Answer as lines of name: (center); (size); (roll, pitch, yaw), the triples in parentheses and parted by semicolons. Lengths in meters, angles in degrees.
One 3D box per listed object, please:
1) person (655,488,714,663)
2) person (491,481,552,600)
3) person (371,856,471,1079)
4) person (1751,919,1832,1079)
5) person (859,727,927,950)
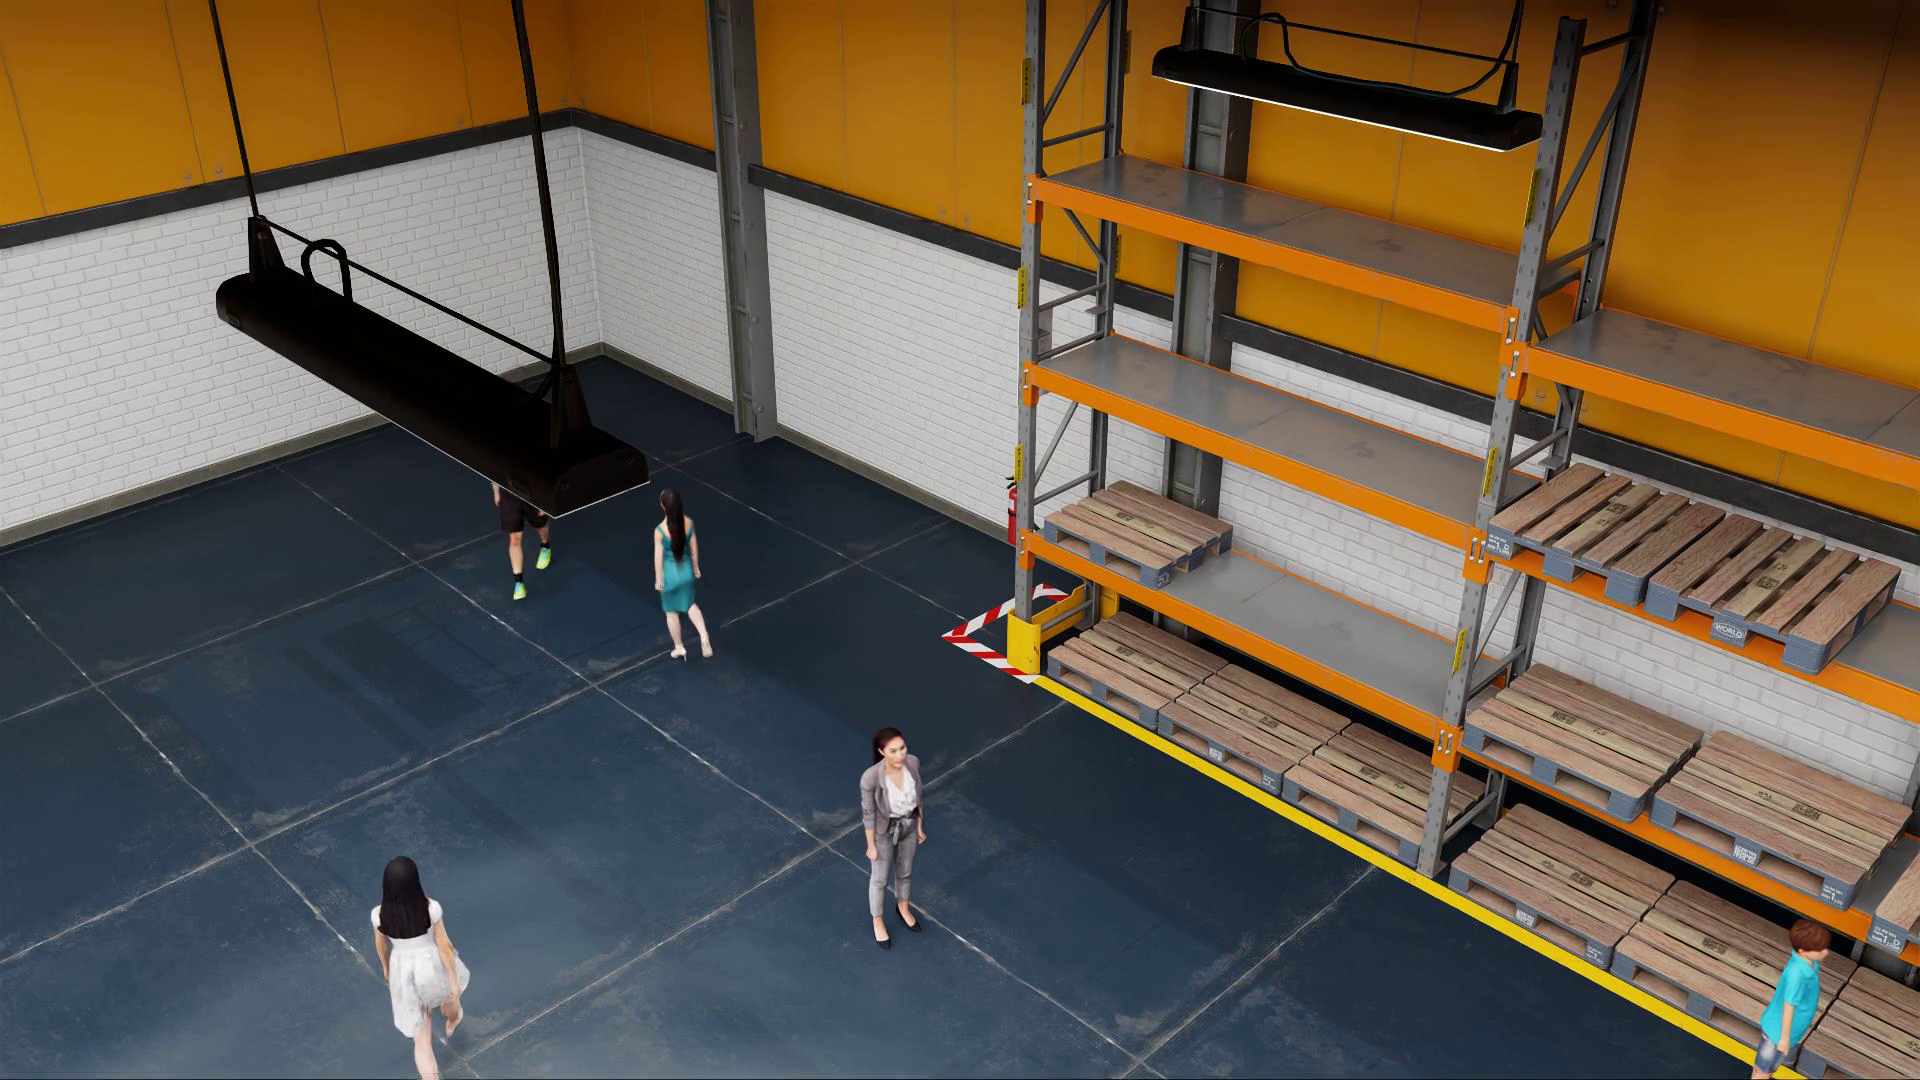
person: (-2.343, 0.345, 14.011); (0.574, 1.678, 0.748); (-23, 36, -35)
person: (-4.005, -0.440, 15.281); (1.187, 1.839, 1.279); (0, 29, 0)
person: (-3.149, 2.659, 9.710); (1.025, 1.733, 1.198); (-5, 29, -9)
person: (4.824, 2.806, 9.738); (0.539, 1.448, 0.560); (17, 33, 29)
person: (-0.448, 1.951, 11.065); (0.649, 1.679, 0.632); (-20, 34, -31)
